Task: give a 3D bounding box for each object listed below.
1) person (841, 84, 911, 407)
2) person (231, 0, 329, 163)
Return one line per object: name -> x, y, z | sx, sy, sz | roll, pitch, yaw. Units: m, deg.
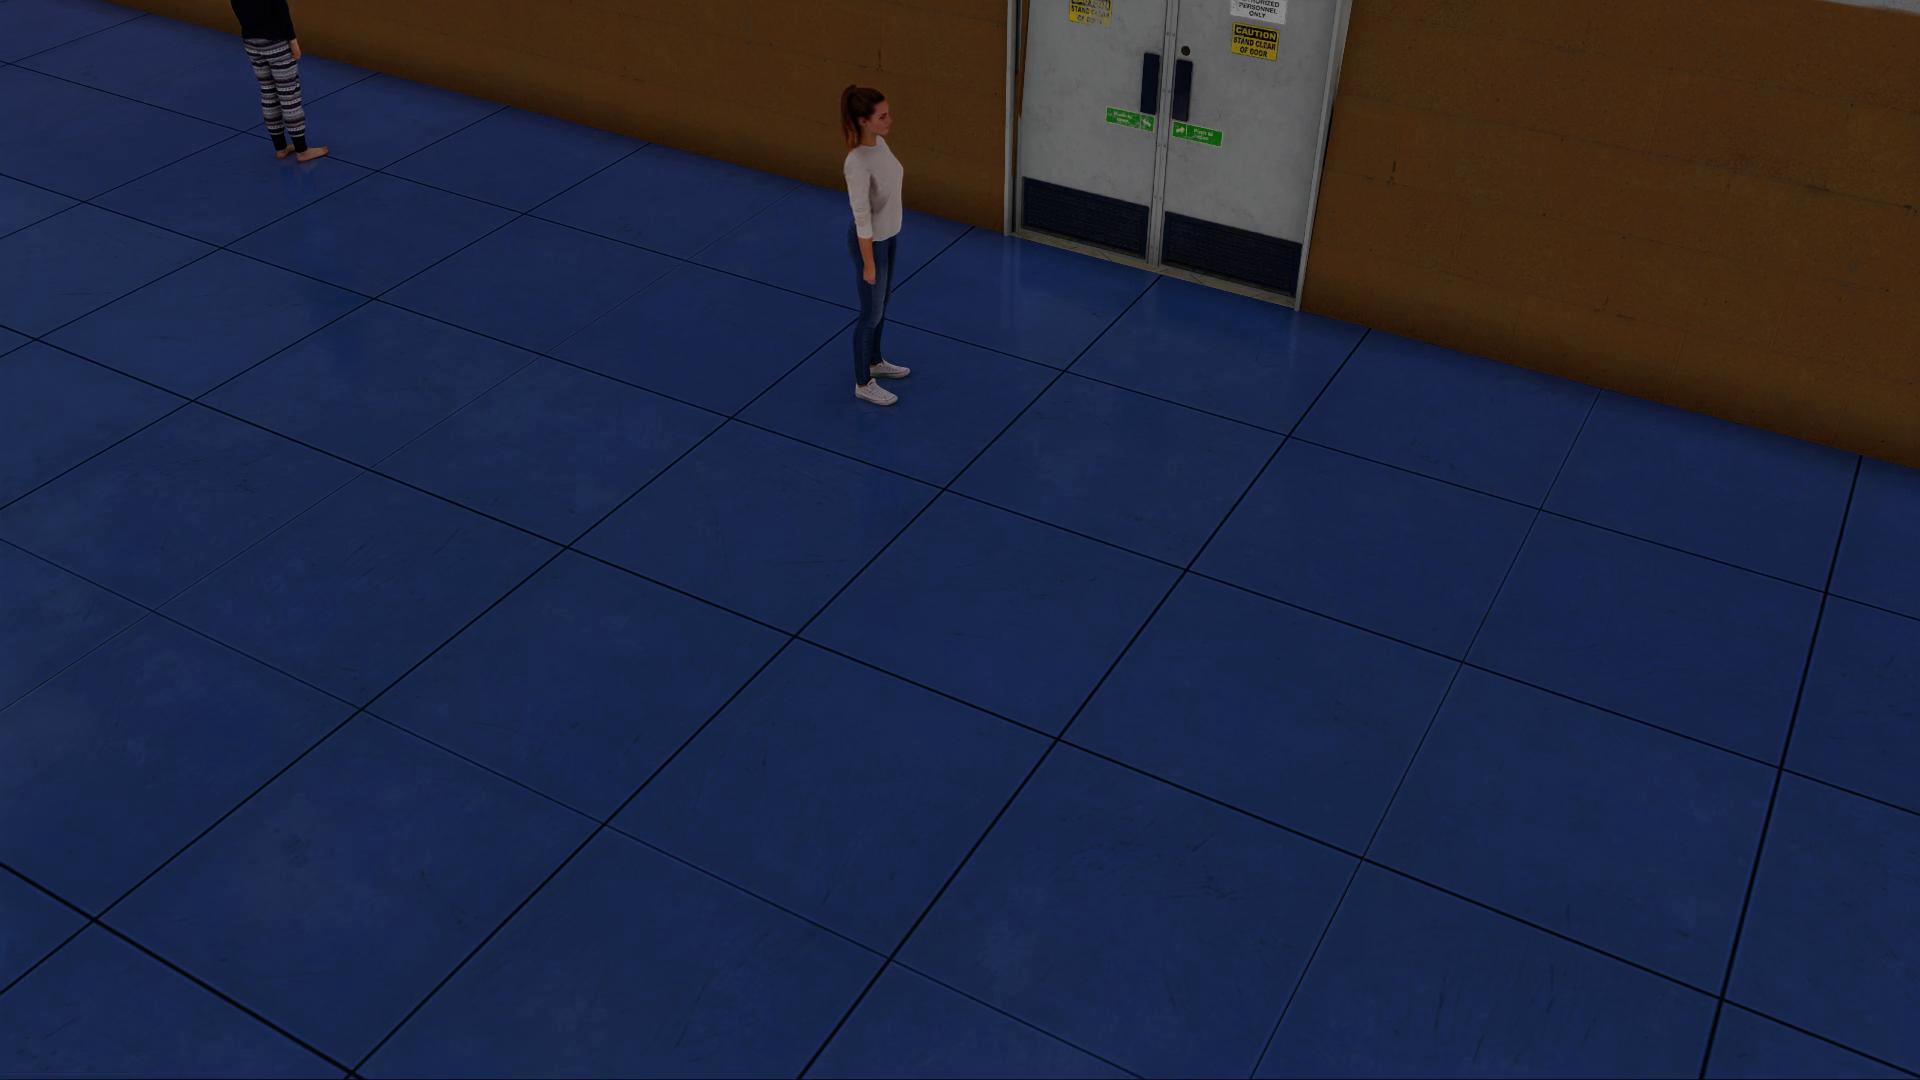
person -> -0.458, -1.544, 8.717 | 0.732, 1.720, 0.567 | 8, 38, 10
person -> -4.659, -3.391, 11.166 | 0.615, 1.735, 0.531 | 16, 40, 20
